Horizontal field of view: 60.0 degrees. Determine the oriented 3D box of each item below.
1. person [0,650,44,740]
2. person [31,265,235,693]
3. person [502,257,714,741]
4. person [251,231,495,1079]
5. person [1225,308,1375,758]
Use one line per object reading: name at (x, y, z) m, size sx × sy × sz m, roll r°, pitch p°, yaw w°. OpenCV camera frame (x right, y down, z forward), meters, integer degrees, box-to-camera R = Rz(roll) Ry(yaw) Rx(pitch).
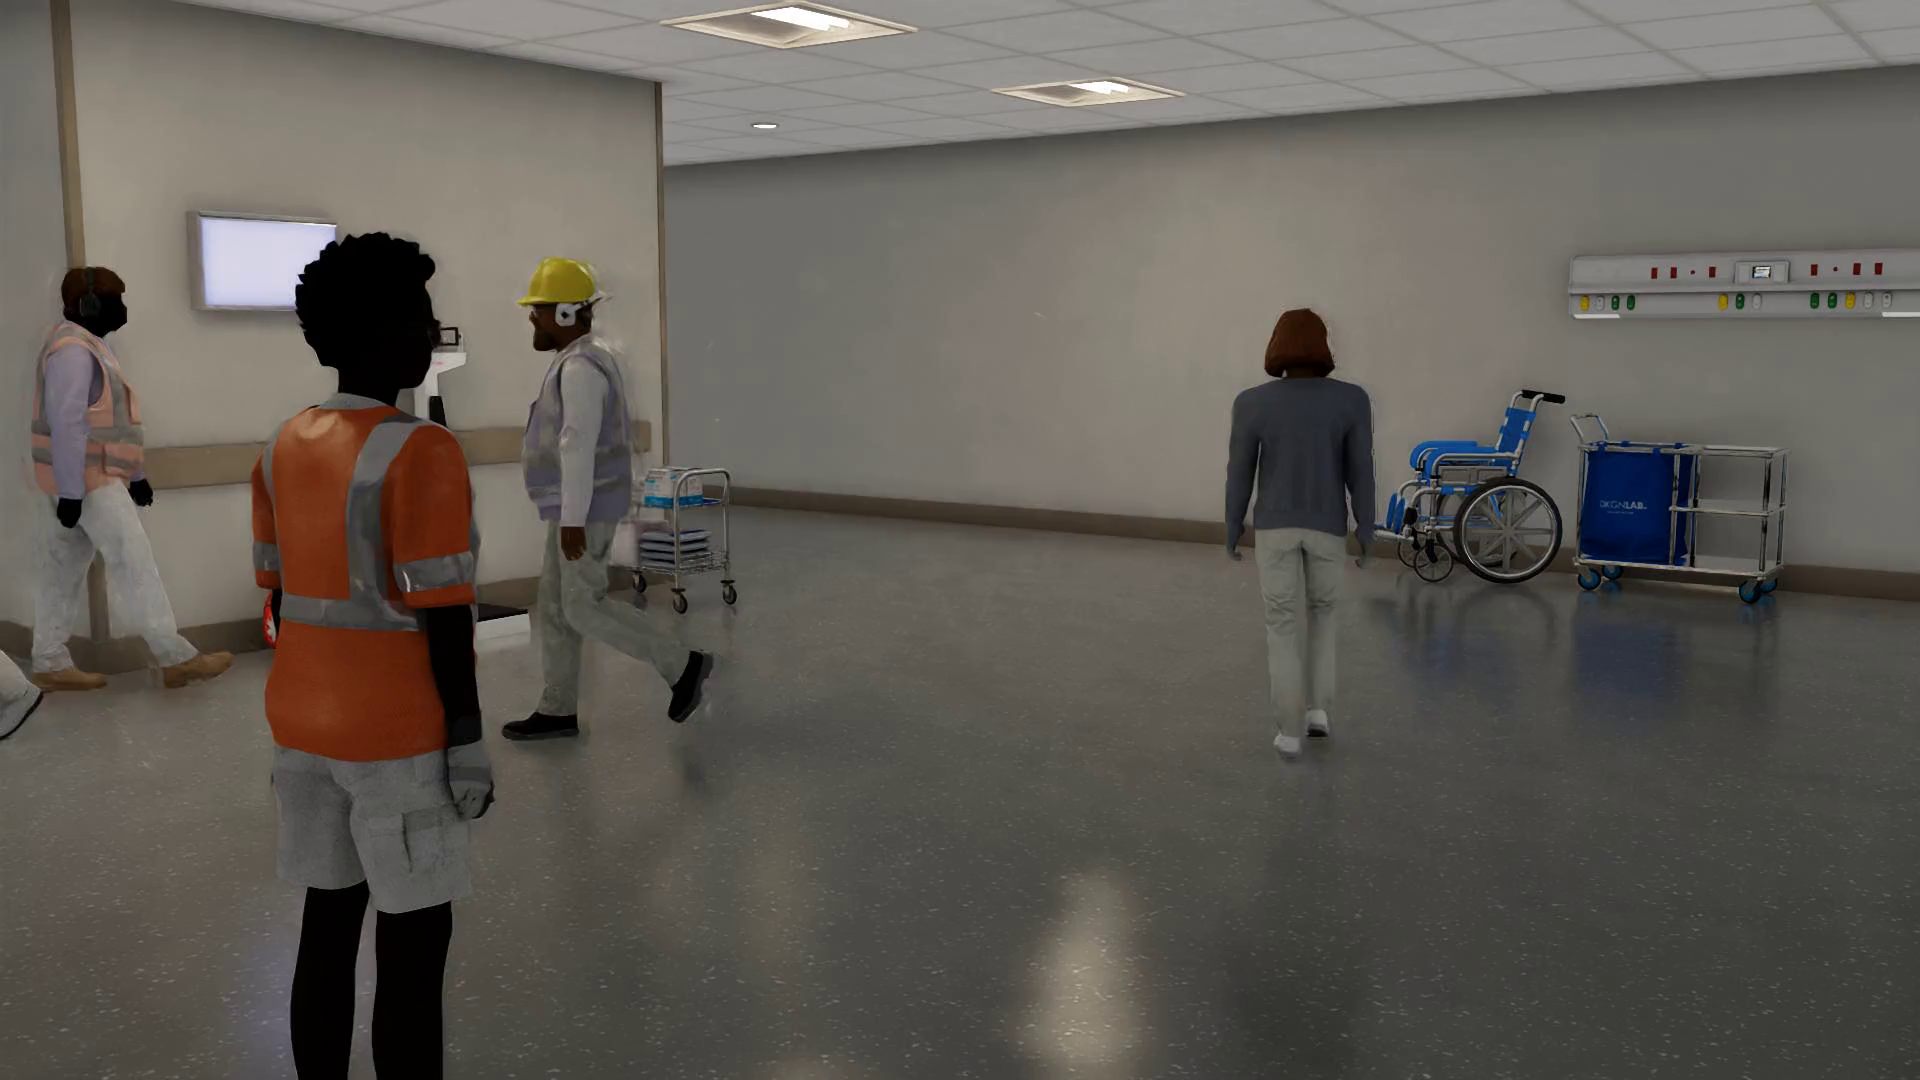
person at (-3.775, -0.026, 6.032) m, size 0.524 × 1.613 × 0.698 m, roll 5°, pitch 9°, yaw 36°
person at (-3.570, -0.252, 7.106) m, size 0.892 × 1.803 × 0.625 m, roll -4°, pitch 8°, yaw -28°
person at (-1.339, -0.142, 6.210) m, size 0.706 × 1.811 × 0.606 m, roll -2°, pitch 7°, yaw -15°
person at (-0.997, 0.331, 2.858) m, size 0.535 × 1.697 × 0.322 m, roll 6°, pitch 9°, yaw 38°
person at (1.226, -0.030, 6.060) m, size 0.522 × 1.613 × 0.478 m, roll 0°, pitch 7°, yaw 3°
